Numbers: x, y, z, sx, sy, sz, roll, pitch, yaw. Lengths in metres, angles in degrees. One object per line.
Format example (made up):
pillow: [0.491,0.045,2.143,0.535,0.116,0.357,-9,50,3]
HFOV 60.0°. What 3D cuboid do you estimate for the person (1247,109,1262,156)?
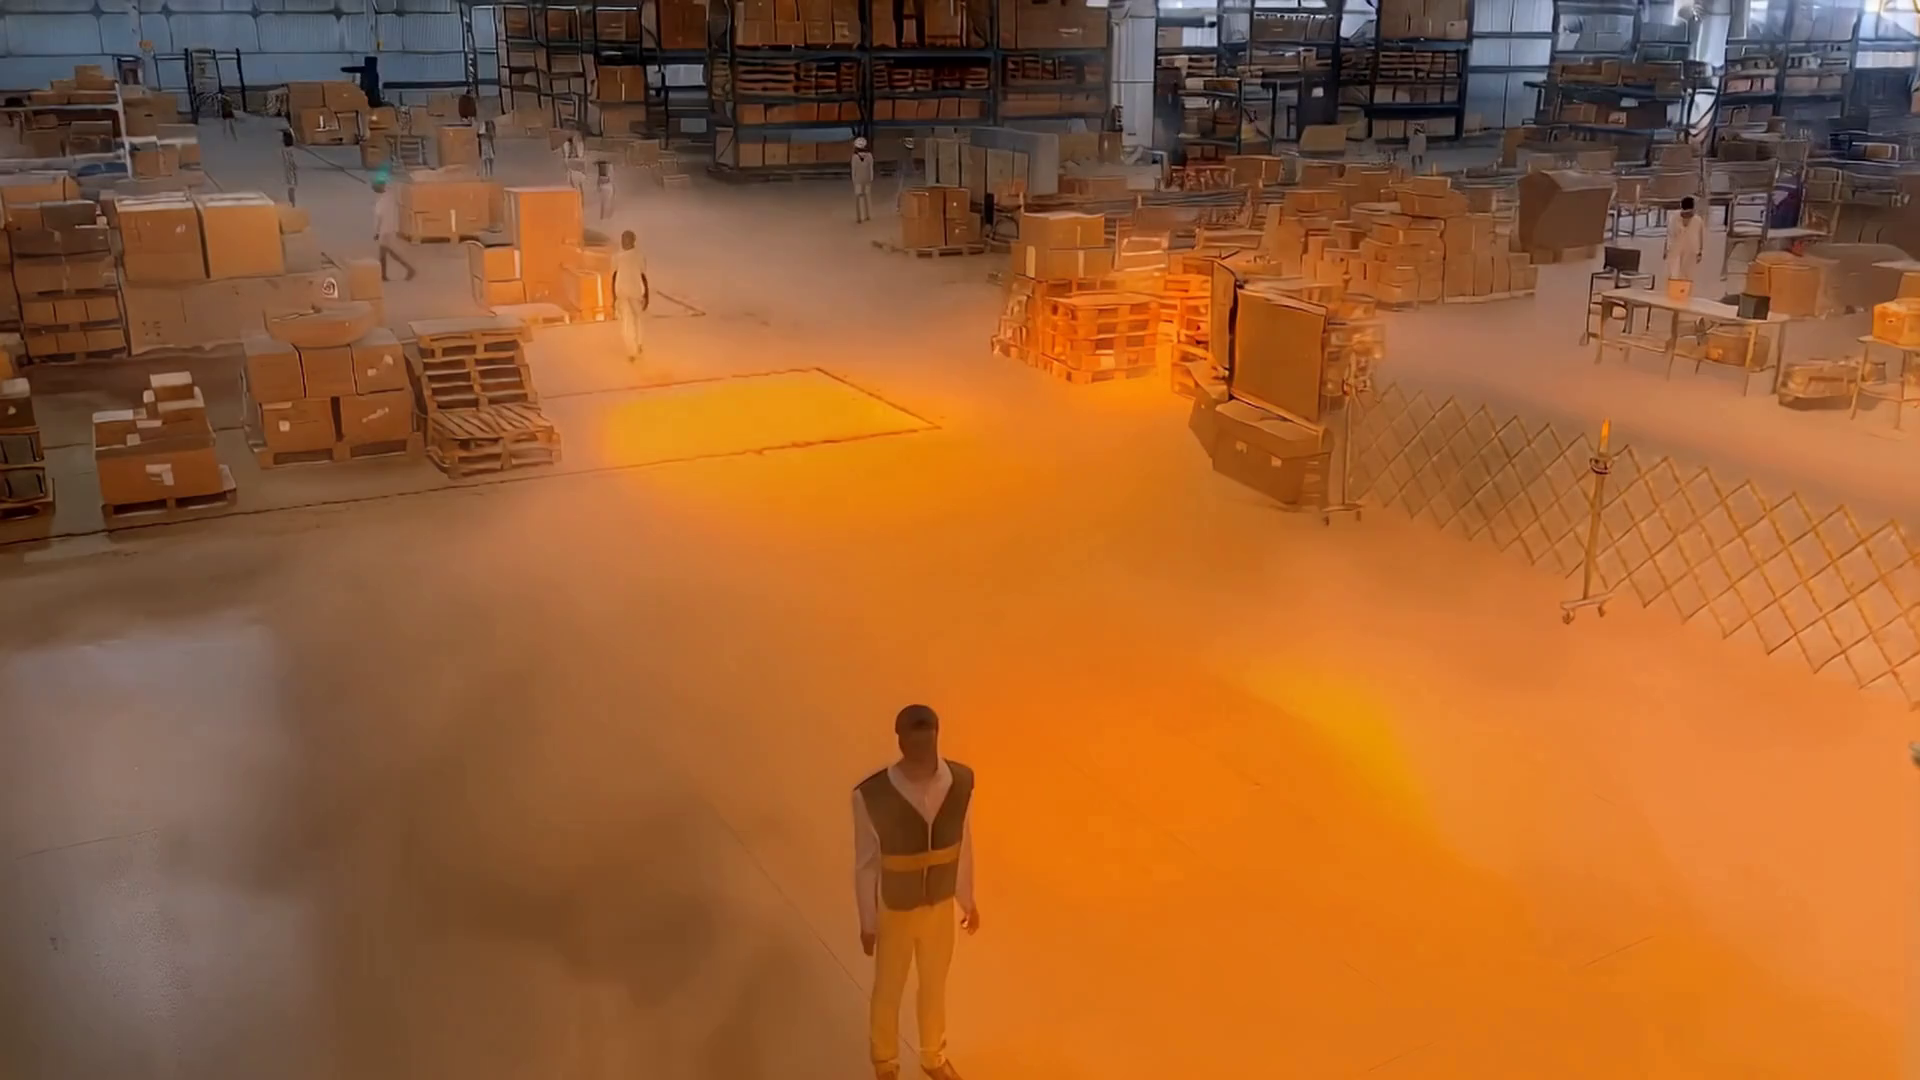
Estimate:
person: [9.538,-13.174,53.984,0.533,1.587,0.860,-6,19,-19]

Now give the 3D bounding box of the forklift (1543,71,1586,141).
forklift: [18.685,-13.231,52.085,1.873,2.768,1.129,-9,20,-26]

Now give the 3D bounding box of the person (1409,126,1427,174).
person: [12.600,-10.553,45.772,0.525,1.613,0.366,-3,18,-10]

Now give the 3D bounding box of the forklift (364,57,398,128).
forklift: [-23.619,-18.028,67.038,1.873,2.768,1.129,-9,20,-26]

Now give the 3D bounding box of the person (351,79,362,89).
person: [-25.050,-18.206,69.154,0.549,1.918,0.757,0,18,1]

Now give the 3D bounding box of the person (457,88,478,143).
person: [-17.782,-15.313,60.101,0.637,1.950,0.838,-13,22,-35]

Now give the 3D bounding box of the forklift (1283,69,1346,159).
forklift: [11.615,-13.871,54.079,1.129,2.768,1.873,-9,20,-27]

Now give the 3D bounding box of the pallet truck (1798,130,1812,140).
pallet truck: [25.526,-11.556,49.408,1.630,1.274,0.653,-9,20,-26]

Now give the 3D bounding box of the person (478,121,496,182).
person: [-13.358,-10.975,46.988,0.335,1.686,0.533,14,22,37]

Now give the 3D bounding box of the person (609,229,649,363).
person: [-4.604,-3.393,23.133,0.539,1.825,0.972,-4,18,-13]

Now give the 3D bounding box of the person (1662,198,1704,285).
person: [11.899,-4.742,27.395,0.609,1.785,0.963,8,20,25]

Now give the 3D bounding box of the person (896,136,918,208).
person: [-1.300,-9.028,40.814,0.531,1.744,0.726,9,20,25]

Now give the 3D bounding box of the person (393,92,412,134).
person: [-19.492,-14.694,58.208,0.592,1.912,0.383,-6,19,-19]

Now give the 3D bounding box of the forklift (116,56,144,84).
forklift: [-33.955,-18.449,68.351,1.129,2.768,1.873,-9,20,-26]

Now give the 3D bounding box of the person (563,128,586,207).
person: [-9.449,-9.135,40.860,0.541,1.930,0.385,-3,18,-9]

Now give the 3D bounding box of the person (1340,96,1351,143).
person: [13.920,-15.263,60.262,0.778,1.736,0.531,-12,21,-33]

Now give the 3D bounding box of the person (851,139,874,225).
person: [-2.219,-8.205,38.012,0.536,1.899,0.963,1,18,4]

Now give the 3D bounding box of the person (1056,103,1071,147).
person: [3.525,-14.005,56.473,0.887,1.649,0.546,-10,20,-28]

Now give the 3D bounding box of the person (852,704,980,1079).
person: [-0.194,1.609,7.369,0.588,1.920,0.392,-10,20,-28]

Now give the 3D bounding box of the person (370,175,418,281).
person: [-10.198,-5.560,29.738,0.844,1.919,0.545,0,18,-1]

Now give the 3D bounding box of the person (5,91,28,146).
person: [-33.600,-15.033,59.279,0.636,1.903,0.997,-5,18,-14]

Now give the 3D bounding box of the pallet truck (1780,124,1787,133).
pallet truck: [25.206,-12.542,52.601,1.601,1.201,0.680,0,18,-2]

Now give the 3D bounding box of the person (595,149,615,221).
person: [-8.179,-8.176,38.352,0.550,1.620,0.407,5,19,16]

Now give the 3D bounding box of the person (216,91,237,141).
person: [-26.921,-15.532,60.970,0.621,1.819,0.839,-16,24,-41]

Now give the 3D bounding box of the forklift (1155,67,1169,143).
forklift: [6.603,-14.495,56.024,1.873,2.768,1.129,-9,20,-26]

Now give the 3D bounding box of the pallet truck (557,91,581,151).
pallet truck: [-13.495,-14.412,57.188,0.823,1.965,1.885,-3,18,-9]

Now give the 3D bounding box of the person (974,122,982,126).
person: [0.566,-11.179,47.732,0.723,1.610,0.543,-9,20,-26]

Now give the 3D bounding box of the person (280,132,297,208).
person: [-15.855,-8.669,39.362,0.377,1.956,0.606,-13,22,-34]
